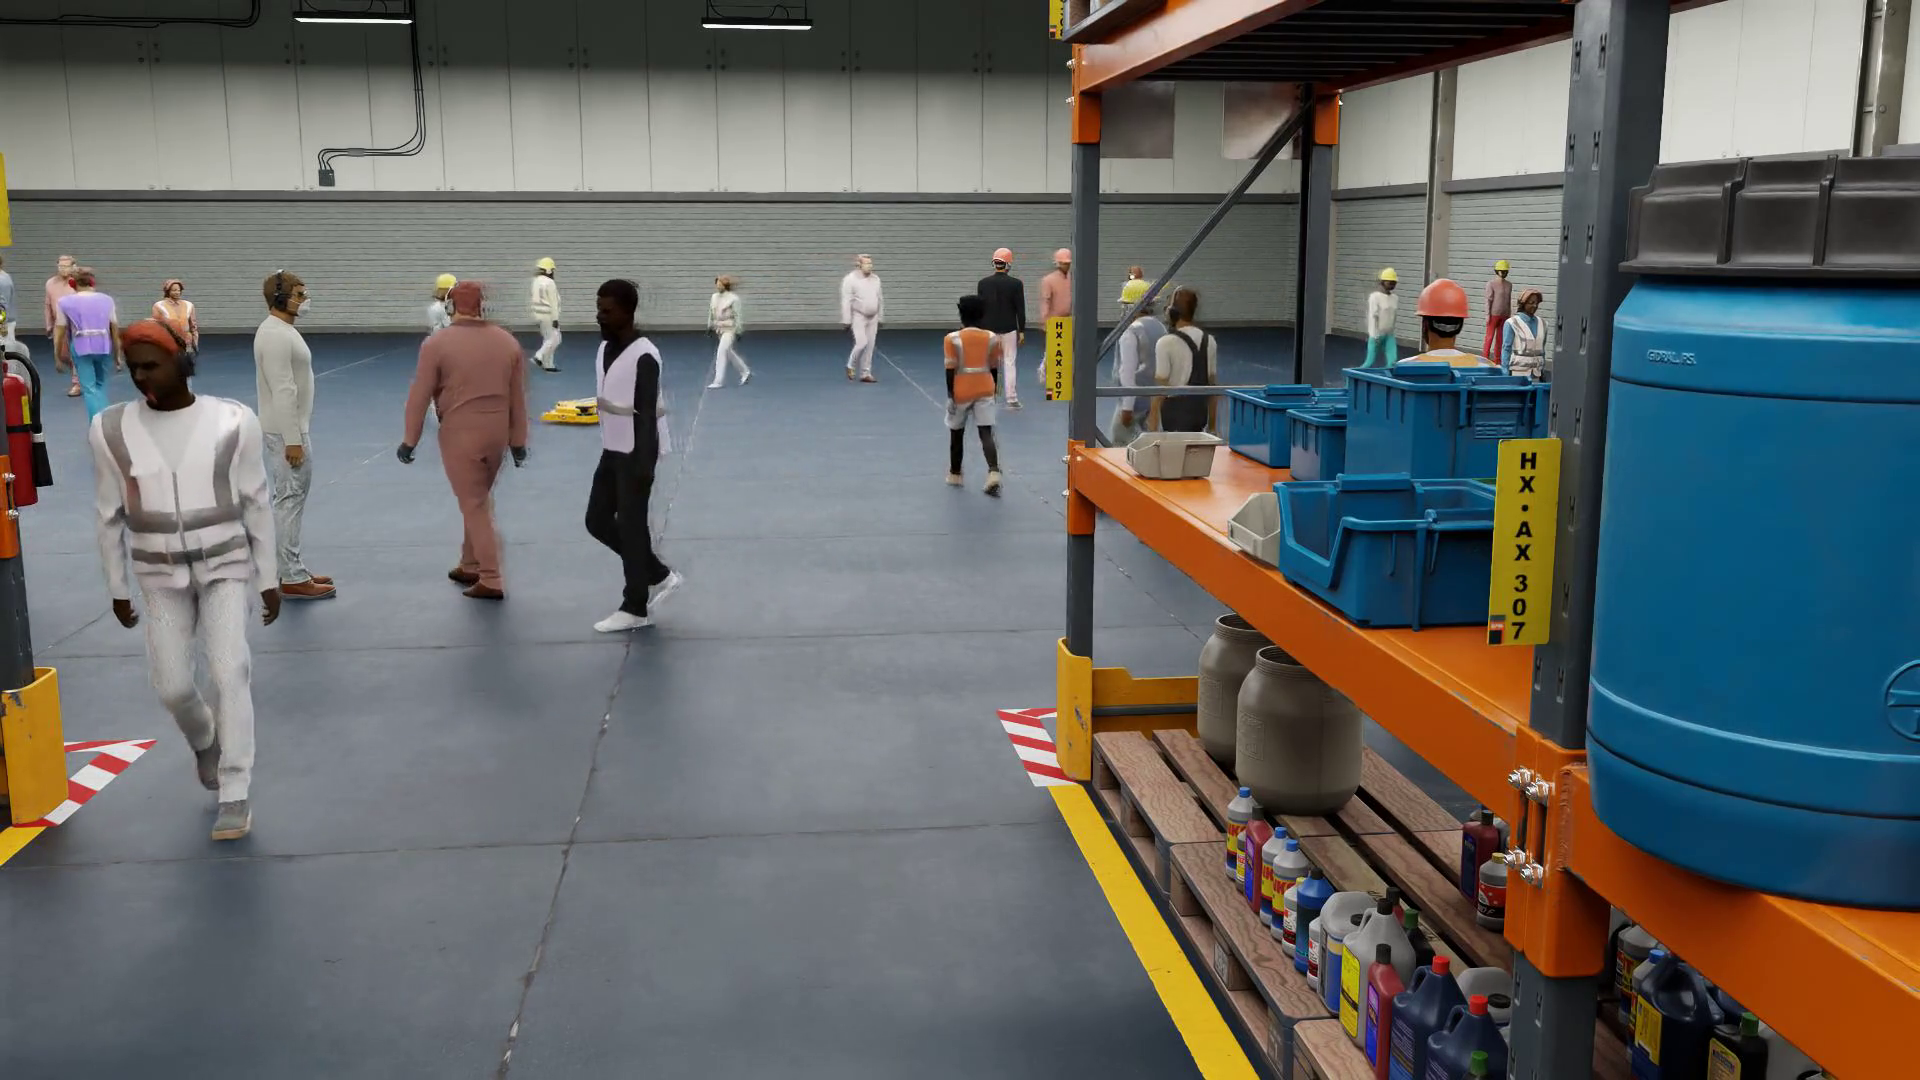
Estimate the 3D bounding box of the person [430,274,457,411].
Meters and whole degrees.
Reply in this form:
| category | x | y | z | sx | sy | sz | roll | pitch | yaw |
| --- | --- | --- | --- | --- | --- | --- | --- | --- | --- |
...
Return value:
| category | x | y | z | sx | sy | sz | roll | pitch | yaw |
| --- | --- | --- | --- | --- | --- | --- | --- | --- | --- |
| person | -5.717 | -2.092 | 18.505 | 0.502 | 1.730 | 0.490 | 4 | 11 | 20 |

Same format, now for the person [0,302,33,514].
| category | x | y | z | sx | sy | sz | roll | pitch | yaw |
| --- | --- | --- | --- | --- | --- | --- | --- | --- | --- |
| person | -5.834 | -0.587 | 9.966 | 0.749 | 1.837 | 0.548 | 10 | 14 | 42 |

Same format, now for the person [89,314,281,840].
| category | x | y | z | sx | sy | sz | roll | pitch | yaw |
| --- | --- | --- | --- | --- | --- | --- | --- | --- | --- |
| person | -2.763 | 0.118 | 6.000 | 0.586 | 1.867 | 0.572 | -3 | 11 | -17 |

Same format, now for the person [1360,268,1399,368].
| category | x | y | z | sx | sy | sz | roll | pitch | yaw |
| --- | --- | --- | --- | --- | --- | --- | --- | --- | --- |
| person | 5.503 | -2.705 | 21.843 | 0.523 | 1.737 | 0.795 | -5 | 12 | -27 |

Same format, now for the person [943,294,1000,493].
| category | x | y | z | sx | sy | sz | roll | pitch | yaw |
| --- | --- | --- | --- | --- | --- | --- | --- | --- | --- |
| person | 0.115 | -1.225 | 13.942 | 0.532 | 1.662 | 0.868 | -4 | 11 | -21 |

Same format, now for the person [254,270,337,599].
| category | x | y | z | sx | sy | sz | roll | pitch | yaw |
| --- | --- | --- | --- | --- | --- | --- | --- | --- | --- |
| person | -3.962 | -0.621 | 9.858 | 0.372 | 1.940 | 0.630 | -4 | 11 | -21 |

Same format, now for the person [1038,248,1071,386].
| category | x | y | z | sx | sy | sz | roll | pitch | yaw |
| --- | --- | --- | --- | --- | --- | --- | --- | --- | --- |
| person | 1.388 | -3.065 | 23.165 | 0.616 | 1.978 | 0.544 | -7 | 12 | -32 |

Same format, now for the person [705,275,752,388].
| category | x | y | z | sx | sy | sz | roll | pitch | yaw |
| --- | --- | --- | --- | --- | --- | --- | --- | --- | --- |
| person | -3.290 | -2.976 | 23.701 | 0.522 | 1.601 | 0.821 | 10 | 14 | 43 |

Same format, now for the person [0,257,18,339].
| category | x | y | z | sx | sy | sz | roll | pitch | yaw |
| --- | --- | --- | --- | --- | --- | --- | --- | --- | --- |
| person | -12.950 | -2.915 | 22.451 | 0.386 | 1.937 | 0.626 | -9 | 14 | -42 |

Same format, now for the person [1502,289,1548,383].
| category | x | y | z | sx | sy | sz | roll | pitch | yaw |
| --- | --- | --- | --- | --- | --- | --- | --- | --- | --- |
| person | 5.365 | -1.562 | 15.836 | 0.523 | 1.638 | 0.310 | -4 | 11 | -23 |

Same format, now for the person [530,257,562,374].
| category | x | y | z | sx | sy | sz | roll | pitch | yaw |
| --- | --- | --- | --- | --- | --- | --- | --- | --- | --- |
| person | -6.444 | -3.474 | 25.828 | 0.491 | 1.815 | 0.611 | -7 | 13 | -35 |

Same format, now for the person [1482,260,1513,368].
| category | x | y | z | sx | sy | sz | roll | pitch | yaw |
| --- | --- | --- | --- | --- | --- | --- | --- | --- | --- |
| person | 8.599 | -3.574 | 26.520 | 0.532 | 1.767 | 0.328 | -5 | 11 | -26 |

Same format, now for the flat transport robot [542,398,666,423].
| category | x | y | z | sx | sy | sz | roll | pitch | yaw |
| --- | --- | --- | --- | --- | --- | --- | --- | --- | --- |
| flat transport robot | -4.165 | -1.551 | 19.530 | 0.652 | 0.197 | 1.431 | 6 | 12 | 28 |

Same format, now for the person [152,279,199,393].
| category | x | y | z | sx | sy | sz | roll | pitch | yaw |
| --- | --- | --- | --- | --- | --- | --- | --- | --- | --- |
| person | -9.413 | -2.308 | 19.975 | 0.322 | 1.626 | 0.529 | 8 | 13 | 37 |

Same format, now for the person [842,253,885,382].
| category | x | y | z | sx | sy | sz | roll | pitch | yaw |
| --- | --- | --- | --- | --- | --- | --- | --- | --- | --- |
| person | -1.389 | -3.238 | 24.354 | 0.648 | 1.891 | 0.424 | -9 | 14 | -41 |

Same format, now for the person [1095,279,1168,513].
| category | x | y | z | sx | sy | sz | roll | pitch | yaw |
| --- | --- | --- | --- | --- | --- | --- | --- | --- | --- |
| person | 1.275 | -1.082 | 12.746 | 0.853 | 1.799 | 0.625 | 9 | 13 | 39 |

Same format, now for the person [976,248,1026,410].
| category | x | y | z | sx | sy | sz | roll | pitch | yaw |
| --- | --- | --- | --- | --- | --- | --- | --- | --- | --- |
| person | 0.514 | -2.598 | 20.537 | 0.625 | 1.992 | 0.388 | 4 | 11 | 19 |

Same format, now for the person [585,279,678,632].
| category | x | y | z | sx | sy | sz | roll | pitch | yaw |
| --- | --- | --- | --- | --- | --- | --- | --- | --- | --- |
| person | -1.802 | -0.453 | 9.014 | 0.441 | 1.906 | 0.626 | -7 | 13 | -35 |

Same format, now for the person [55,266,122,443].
| category | x | y | z | sx | sy | sz | roll | pitch | yaw |
| --- | --- | --- | --- | --- | --- | --- | --- | --- | --- |
| person | -9.031 | -1.897 | 17.155 | 0.688 | 1.820 | 0.588 | 8 | 13 | 37 |

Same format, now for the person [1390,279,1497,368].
| category | x | y | z | sx | sy | sz | roll | pitch | yaw |
| --- | --- | --- | --- | --- | --- | --- | --- | --- | --- |
| person | 2.211 | -0.237 | 7.756 | 0.542 | 1.938 | 0.358 | -1 | 10 | -7 |

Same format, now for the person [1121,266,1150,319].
| category | x | y | z | sx | sy | sz | roll | pitch | yaw |
| --- | --- | --- | --- | --- | --- | --- | --- | --- | --- |
| person | 3.030 | -3.919 | 28.774 | 0.501 | 1.631 | 0.285 | 4 | 11 | 21 |

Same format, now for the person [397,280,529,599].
| category | x | y | z | sx | sy | sz | roll | pitch | yaw |
| --- | --- | --- | --- | --- | --- | --- | --- | --- | --- |
| person | -2.992 | -0.600 | 9.944 | 0.859 | 1.869 | 0.663 | 7 | 13 | 35 |

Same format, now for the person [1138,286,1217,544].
| category | x | y | z | sx | sy | sz | roll | pitch | yaw |
| --- | --- | --- | --- | --- | --- | --- | --- | --- | --- |
| person | 1.558 | -0.789 | 11.159 | 0.511 | 1.816 | 0.878 | -9 | 13 | -39 |

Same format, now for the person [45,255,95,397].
| category | x | y | z | sx | sy | sz | roll | pitch | yaw |
| --- | --- | --- | --- | --- | --- | --- | --- | --- | --- |
| person | -11.961 | -2.893 | 22.431 | 0.658 | 1.888 | 0.684 | 0 | 10 | 1 |
